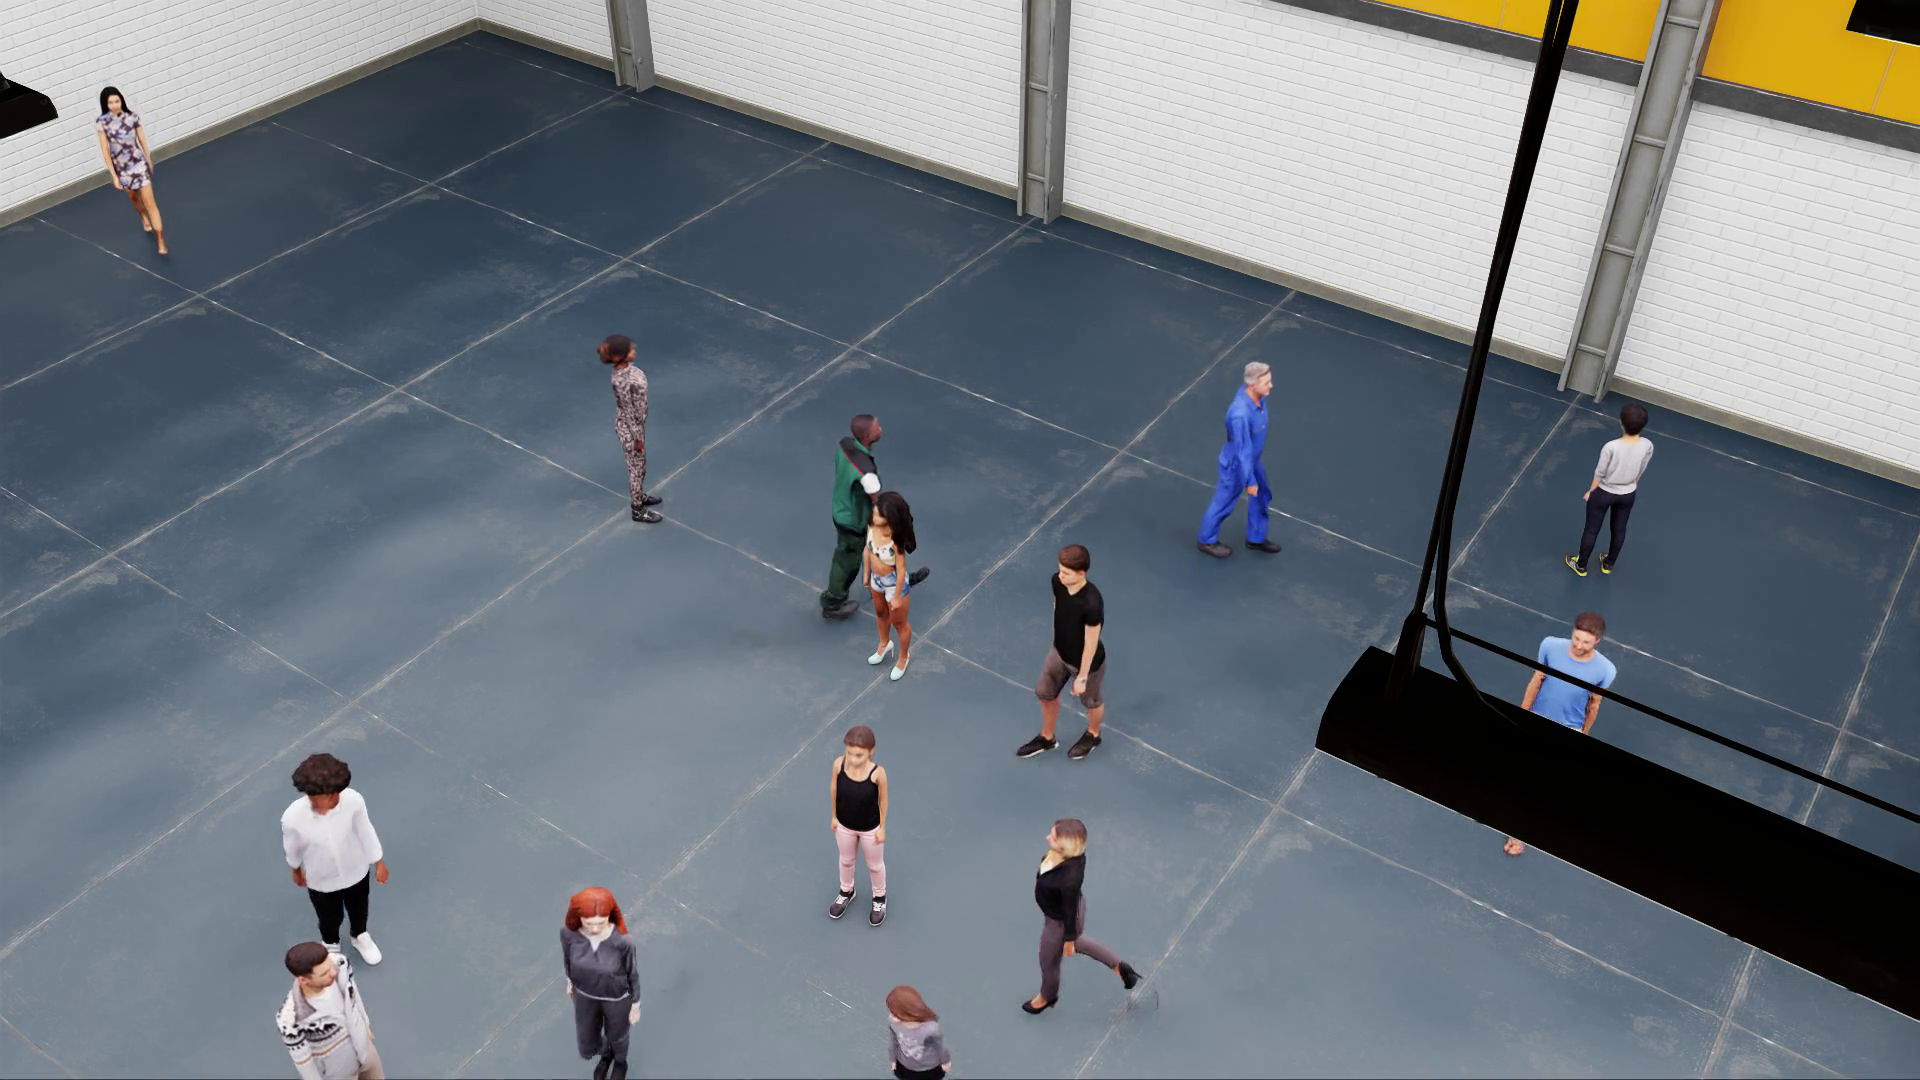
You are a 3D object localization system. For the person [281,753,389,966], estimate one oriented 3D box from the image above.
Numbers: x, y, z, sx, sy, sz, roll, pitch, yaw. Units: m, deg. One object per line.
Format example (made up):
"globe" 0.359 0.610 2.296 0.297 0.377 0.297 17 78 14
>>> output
"person" -3.737 1.902 9.856 0.811 1.776 0.828 -10 40 -13

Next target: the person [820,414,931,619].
"person" -0.839 -0.115 12.370 1.154 1.792 1.165 -11 40 -14

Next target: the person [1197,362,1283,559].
"person" 2.100 -0.615 12.986 0.924 1.804 0.795 19 42 22

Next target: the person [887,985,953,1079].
"person" -0.183 2.847 9.229 0.483 1.081 0.653 2 39 3

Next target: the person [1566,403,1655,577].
"person" 5.071 -0.378 12.890 0.600 1.553 0.677 -3 39 -4

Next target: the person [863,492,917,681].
"person" -0.508 0.317 11.961 0.666 1.626 0.554 -30 47 -32

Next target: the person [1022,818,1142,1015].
"person" 0.694 2.190 9.594 1.031 1.653 0.886 2 39 2

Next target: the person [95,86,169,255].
"person" -8.547 -3.844 17.124 0.974 1.685 1.223 -17 42 -20

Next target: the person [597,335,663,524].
"person" -2.651 -0.912 13.428 0.740 1.715 0.685 -4 39 -5

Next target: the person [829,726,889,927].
"person" -0.618 1.738 10.232 0.550 1.564 0.652 10 40 12

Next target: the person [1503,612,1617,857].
"person" 3.879 1.121 10.788 1.150 1.833 0.759 28 46 30

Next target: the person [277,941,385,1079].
"person" -3.282 2.724 8.765 0.673 1.853 0.741 12 40 15

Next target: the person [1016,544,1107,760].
"person" 0.876 0.742 11.258 0.879 1.839 0.882 -28 46 -30

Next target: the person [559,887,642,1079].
"person" -1.928 2.435 9.202 0.636 1.760 0.765 8 39 10
